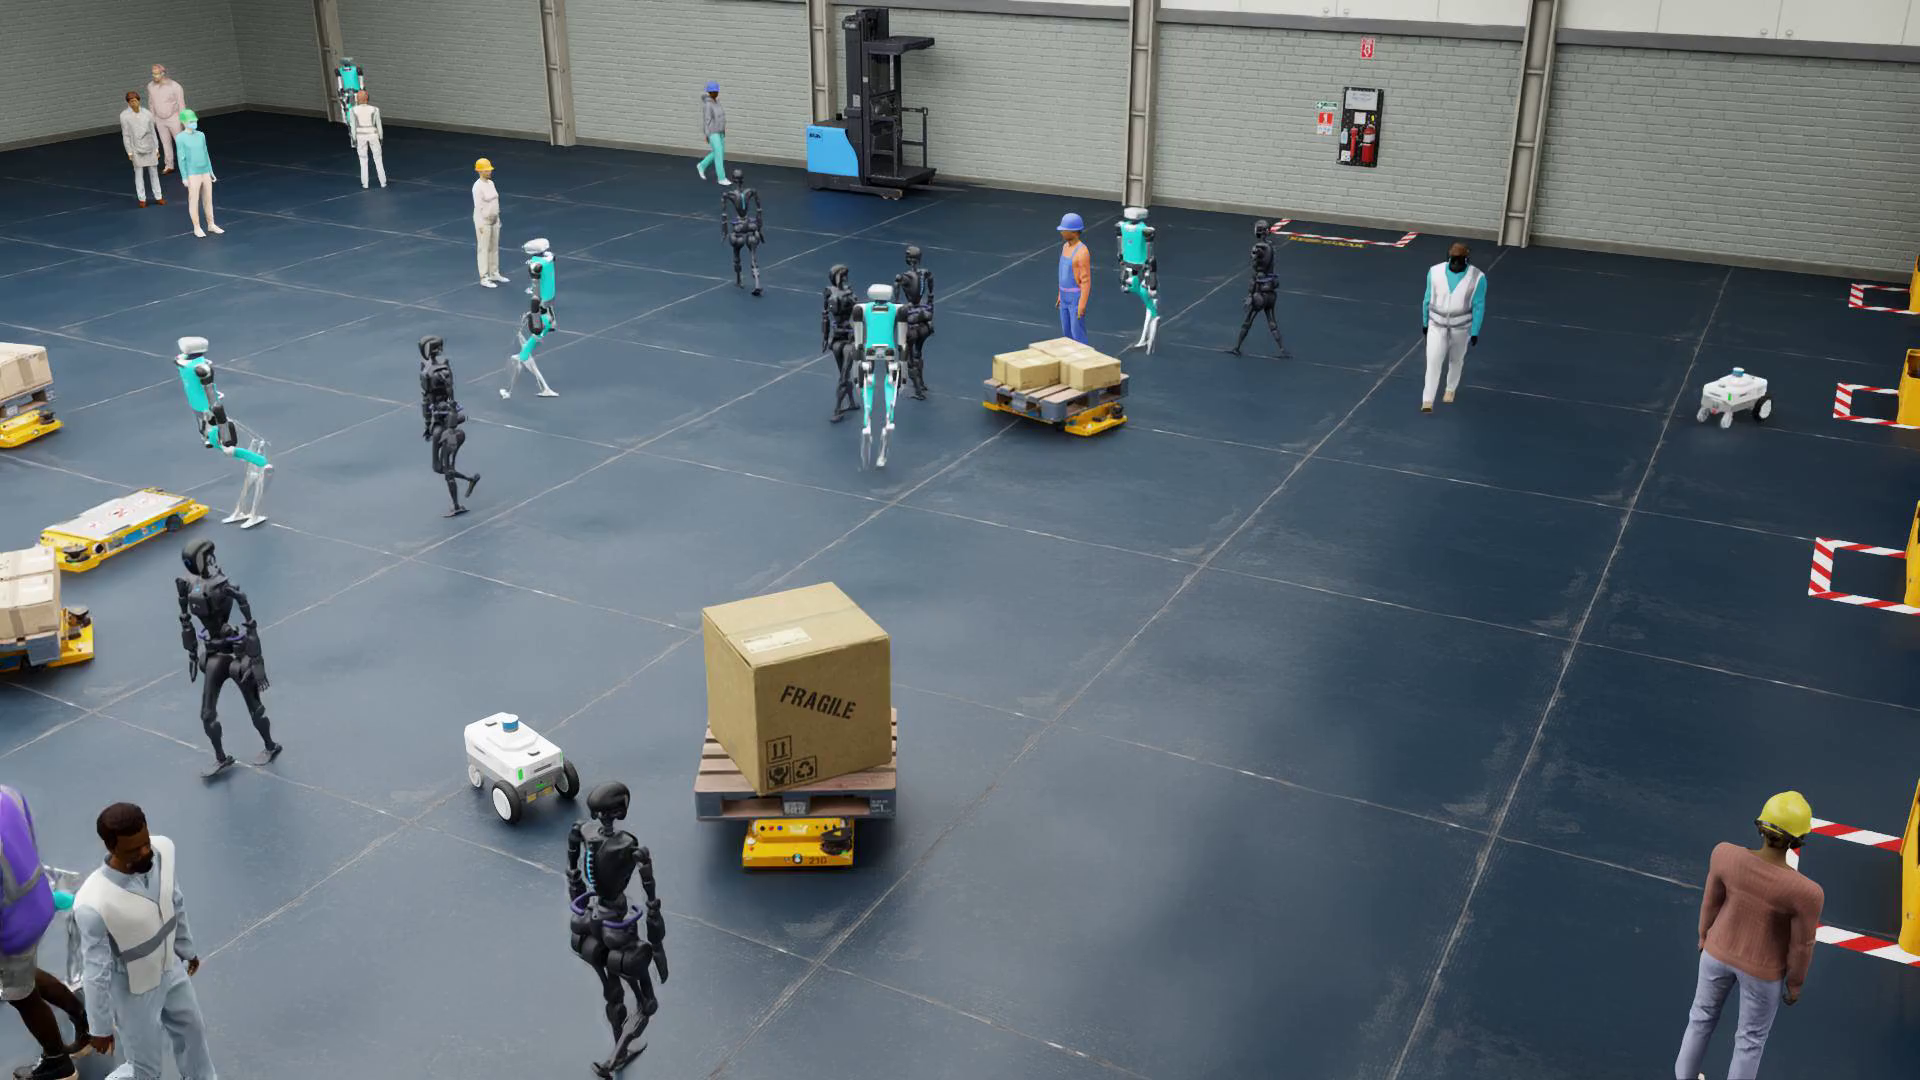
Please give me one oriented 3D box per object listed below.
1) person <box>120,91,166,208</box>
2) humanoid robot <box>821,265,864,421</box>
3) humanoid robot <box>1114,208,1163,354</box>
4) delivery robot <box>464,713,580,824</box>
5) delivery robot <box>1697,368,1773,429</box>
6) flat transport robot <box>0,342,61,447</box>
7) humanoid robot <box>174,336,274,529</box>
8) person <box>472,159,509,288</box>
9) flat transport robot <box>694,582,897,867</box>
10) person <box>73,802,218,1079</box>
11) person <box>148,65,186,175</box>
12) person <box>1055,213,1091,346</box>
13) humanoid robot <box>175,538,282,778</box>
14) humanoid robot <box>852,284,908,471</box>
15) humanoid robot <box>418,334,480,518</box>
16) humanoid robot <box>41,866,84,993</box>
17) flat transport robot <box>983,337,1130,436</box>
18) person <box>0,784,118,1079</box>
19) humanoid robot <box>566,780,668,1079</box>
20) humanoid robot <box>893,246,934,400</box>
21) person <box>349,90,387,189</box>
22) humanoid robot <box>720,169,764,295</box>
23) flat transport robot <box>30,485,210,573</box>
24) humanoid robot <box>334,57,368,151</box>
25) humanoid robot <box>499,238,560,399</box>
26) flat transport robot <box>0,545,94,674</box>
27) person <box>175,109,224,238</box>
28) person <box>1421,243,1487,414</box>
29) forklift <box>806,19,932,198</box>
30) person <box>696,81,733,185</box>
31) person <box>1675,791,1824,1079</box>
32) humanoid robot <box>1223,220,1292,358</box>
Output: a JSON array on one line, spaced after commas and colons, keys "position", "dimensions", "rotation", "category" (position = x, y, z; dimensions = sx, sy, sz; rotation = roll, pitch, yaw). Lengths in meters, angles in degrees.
[{"position": [-13.214, -6.314, 26.884], "dimensions": [0.517, 1.830, 0.363], "rotation": [-17, 28, -34], "category": "person"}, {"position": [-1.223, -2.057, 17.184], "dimensions": [0.612, 1.629, 0.610], "rotation": [19, 30, 37], "category": "humanoid robot"}, {"position": [2.169, -2.979, 19.337], "dimensions": [0.532, 1.848, 0.802], "rotation": [20, 31, 39], "category": "humanoid robot"}, {"position": [-2.813, 1.398, 10.542], "dimensions": [0.499, 0.592, 0.774], "rotation": [-21, 31, -40], "category": "delivery robot"}, {"position": [8.044, -1.500, 17.272], "dimensions": [0.767, 0.579, 0.499], "rotation": [-15, 28, -31], "category": "delivery robot"}, {"position": [-9.997, -1.186, 16.924], "dimensions": [1.431, 0.231, 0.659], "rotation": [7, 24, 15], "category": "flat transport robot"}, {"position": [-6.331, -0.972, 14.501], "dimensions": [0.528, 1.741, 0.707], "rotation": [20, 30, 39], "category": "humanoid robot"}, {"position": [-6.311, -4.243, 22.228], "dimensions": [0.334, 1.694, 0.495], "rotation": [7, 24, 15], "category": "person"}, {"position": [-1.000, 1.583, 10.477], "dimensions": [0.659, 0.231, 1.431], "rotation": [-1, 23, -2], "category": "flat transport robot"}, {"position": [-3.734, 1.985, 7.503], "dimensions": [0.736, 1.892, 0.617], "rotation": [1, 23, 1], "category": "person"}, {"position": [-13.969, -7.408, 29.342], "dimensions": [0.641, 1.904, 0.404], "rotation": [3, 23, 6], "category": "person"}, {"position": [1.226, -2.634, 18.219], "dimensions": [0.373, 1.906, 0.531], "rotation": [-10, 25, -22], "category": "person"}, {"position": [-4.699, 0.745, 10.659], "dimensions": [0.598, 1.641, 0.534], "rotation": [6, 24, 14], "category": "humanoid robot"}, {"position": [-0.753, -1.437, 15.744], "dimensions": [0.532, 1.860, 0.734], "rotation": [-1, 23, -2], "category": "humanoid robot"}, {"position": [-4.521, -1.029, 14.772], "dimensions": [0.451, 1.653, 0.597], "rotation": [-20, 30, -38], "category": "humanoid robot"}, {"position": [-4.866, 1.622, 8.548], "dimensions": [0.893, 1.779, 0.572], "rotation": [-15, 27, -30], "category": "humanoid robot"}, {"position": [0.994, -1.396, 17.413], "dimensions": [1.431, 0.231, 0.659], "rotation": [20, 30, 39], "category": "flat transport robot"}, {"position": [-4.499, 1.795, 7.860], "dimensions": [0.452, 1.940, 0.634], "rotation": [-4, 24, -8], "category": "person"}, {"position": [-1.706, 1.903, 7.961], "dimensions": [0.588, 1.645, 0.465], "rotation": [12, 26, 27], "category": "humanoid robot"}, {"position": [-0.518, -2.331, 17.805], "dimensions": [0.590, 1.657, 0.421], "rotation": [-19, 30, -37], "category": "humanoid robot"}, {"position": [-10.075, -6.815, 28.305], "dimensions": [0.507, 1.630, 0.314], "rotation": [-7, 24, -16], "category": "person"}, {"position": [-2.852, -4.054, 21.894], "dimensions": [0.603, 1.631, 0.811], "rotation": [-10, 25, -21], "category": "humanoid robot"}, {"position": [-7.304, -0.106, 14.409], "dimensions": [0.659, 0.231, 1.431], "rotation": [9, 25, 20], "category": "flat transport robot"}, {"position": [-11.520, -8.142, 31.350], "dimensions": [0.563, 1.781, 1.047], "rotation": [0, 23, 0], "category": "humanoid robot"}, {"position": [-4.663, -2.290, 17.751], "dimensions": [0.797, 1.881, 0.552], "rotation": [3, 23, 7], "category": "humanoid robot"}, {"position": [-7.175, 0.834, 12.220], "dimensions": [1.431, 0.231, 0.659], "rotation": [-11, 26, -24], "category": "flat transport robot"}, {"position": [-11.434, -5.502, 24.938], "dimensions": [0.349, 1.872, 0.526], "rotation": [14, 27, 29], "category": "person"}, {"position": [5.131, -2.219, 17.406], "dimensions": [0.642, 1.780, 0.991], "rotation": [10, 25, 21], "category": "person"}, {"position": [-1.573, -7.292, 27.850], "dimensions": [1.873, 2.768, 1.129], "rotation": [12, 26, 25], "category": "forklift"}, {"position": [-4.257, -6.997, 28.564], "dimensions": [0.693, 1.748, 0.542], "rotation": [7, 24, 17], "category": "person"}, {"position": [3.679, 1.948, 7.742], "dimensions": [0.345, 1.756, 0.516], "rotation": [-20, 30, -39], "category": "person"}, {"position": [3.478, -2.887, 19.168], "dimensions": [0.812, 1.616, 0.612], "rotation": [15, 27, 31], "category": "humanoid robot"}]
